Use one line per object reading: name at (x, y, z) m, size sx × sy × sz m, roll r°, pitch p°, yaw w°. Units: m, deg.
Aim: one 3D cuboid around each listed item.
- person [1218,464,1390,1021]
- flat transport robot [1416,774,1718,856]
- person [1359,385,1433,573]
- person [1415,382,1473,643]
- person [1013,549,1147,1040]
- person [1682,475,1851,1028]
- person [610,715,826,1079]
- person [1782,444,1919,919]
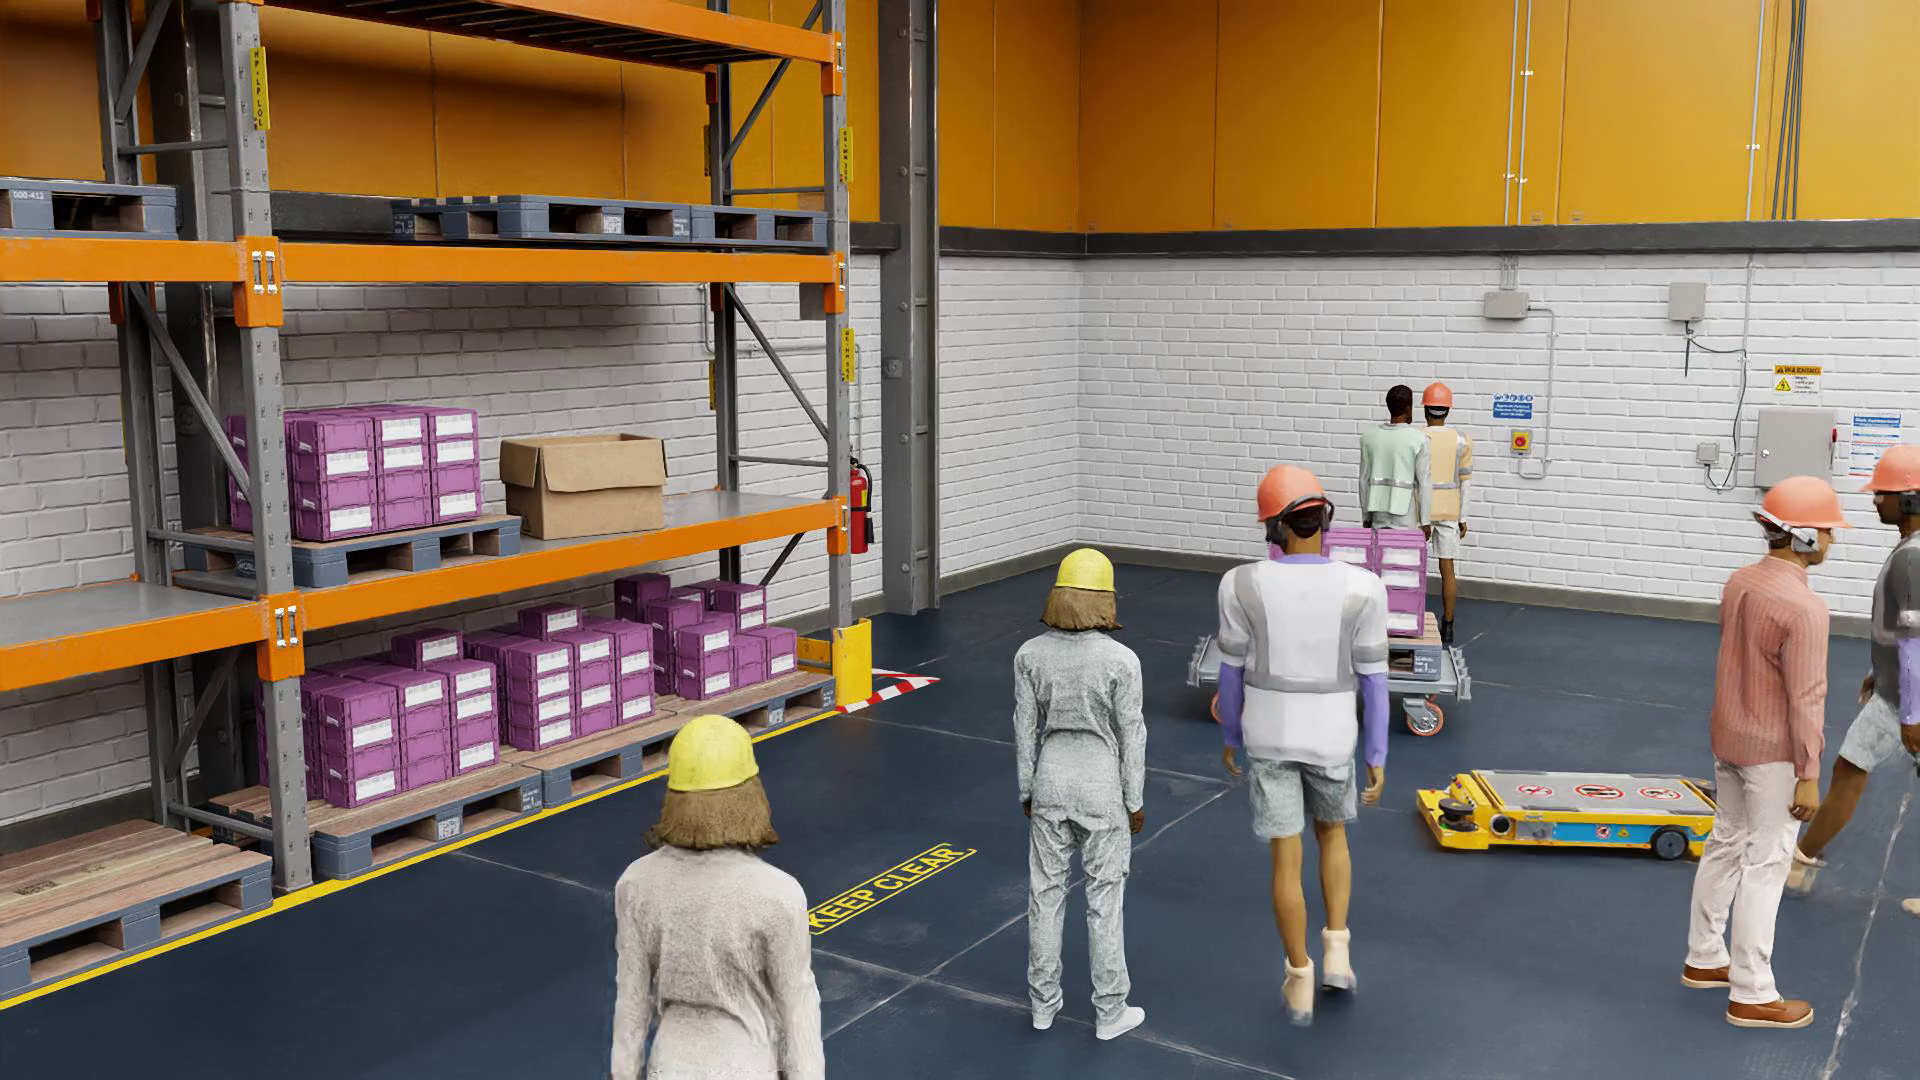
person at (1.243, 0.731, 6.081) m, size 0.616 × 2.007 × 0.537 m, roll 1°, pitch 9°, yaw 8°
flat transport robot at (2.981, 1.301, 7.986) m, size 1.431 × 0.197 × 0.652 m, roll 1°, pitch 9°, yaw 5°
person at (3.226, -0.191, 12.347) m, size 0.591 × 1.922 × 0.392 m, roll 9°, pitch 12°, yaw 44°
person at (3.500, -0.197, 12.335) m, size 0.545 × 1.938 × 0.362 m, roll 0°, pitch 9°, yaw 1°
person at (0.434, 0.893, 5.901) m, size 0.485 × 1.736 × 0.309 m, roll 4°, pitch 10°, yaw 25°
person at (2.944, 0.753, 6.024) m, size 0.408 × 1.985 × 0.610 m, roll 0°, pitch 9°, yaw -2°
person at (-0.582, 1.250, 3.735) m, size 0.481 × 1.702 × 0.885 m, roll 5°, pitch 10°, yaw 27°
person at (3.866, 0.596, 6.979) m, size 0.627 × 1.993 × 0.995 m, roll -8°, pitch 12°, yaw -43°
